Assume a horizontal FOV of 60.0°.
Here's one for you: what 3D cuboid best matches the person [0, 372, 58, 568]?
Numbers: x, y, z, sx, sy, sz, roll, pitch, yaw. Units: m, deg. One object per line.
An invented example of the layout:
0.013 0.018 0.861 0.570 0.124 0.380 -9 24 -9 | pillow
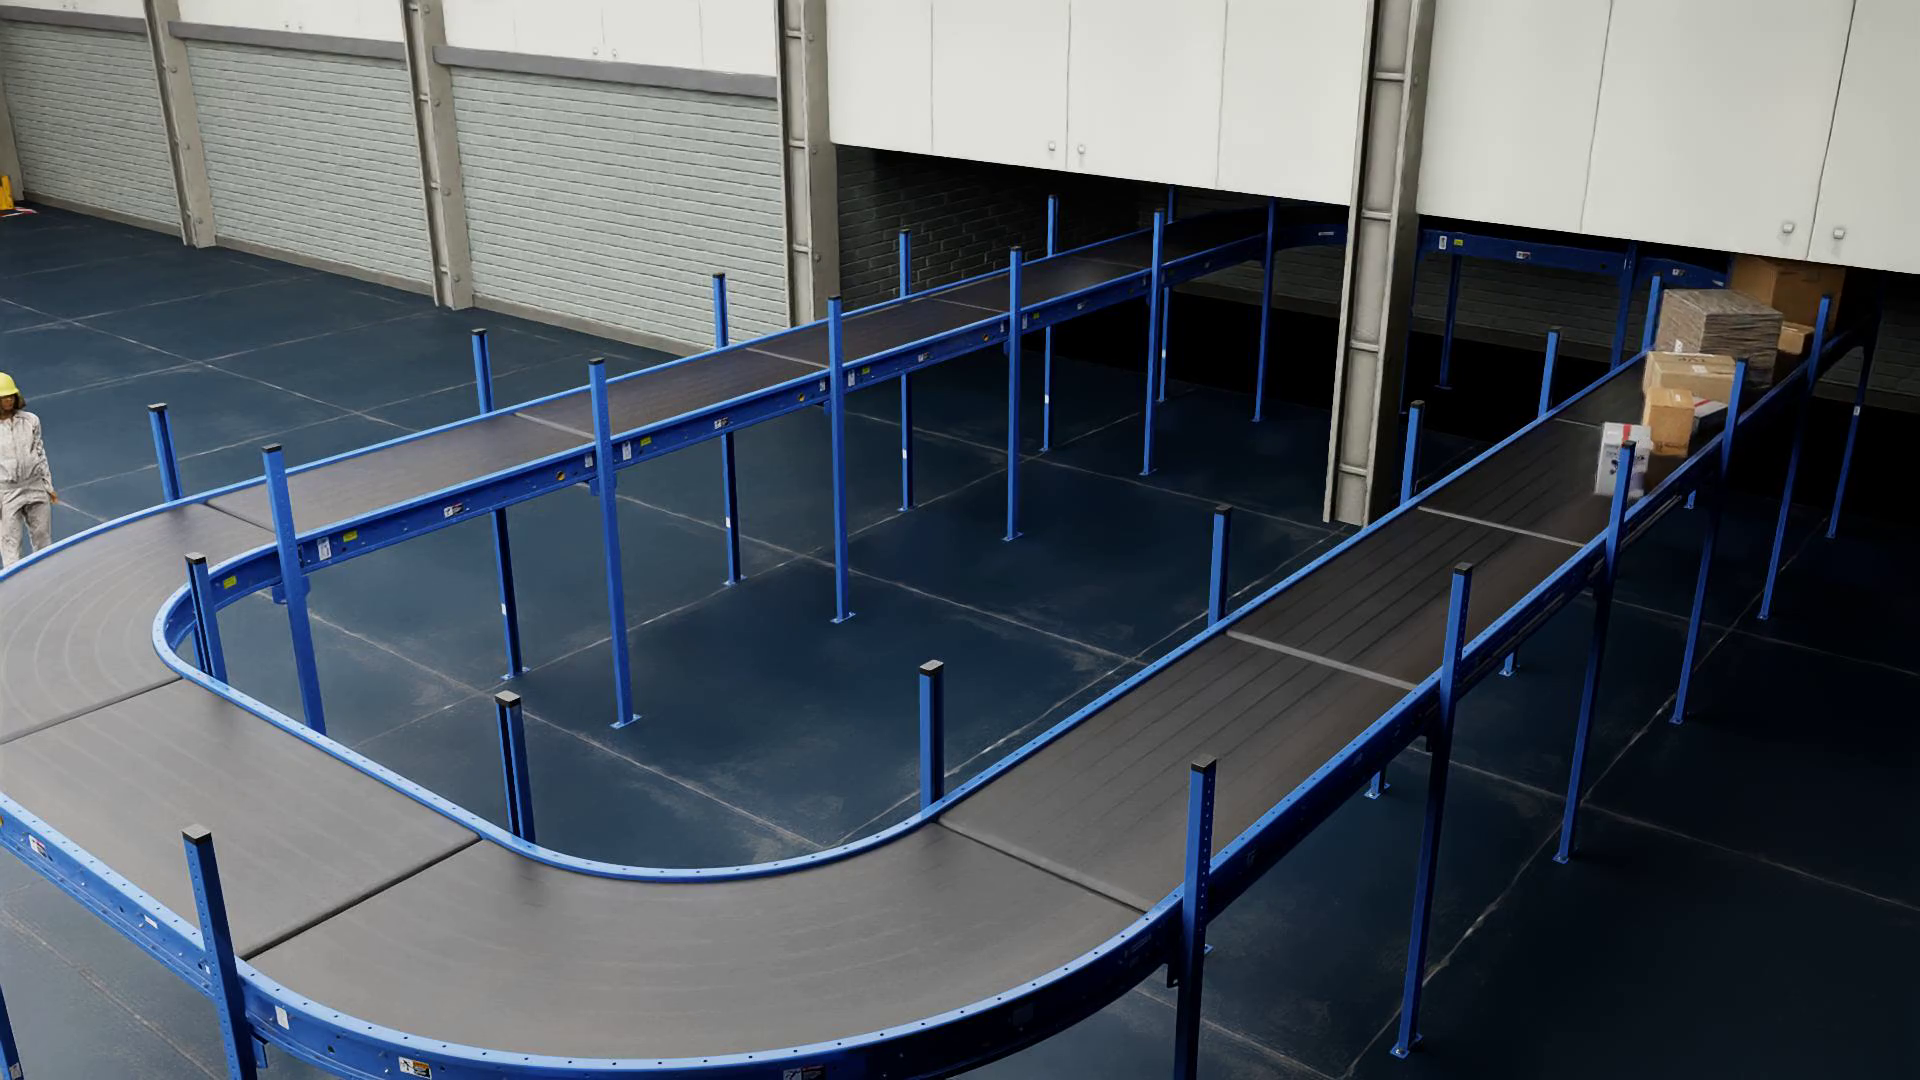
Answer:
-6.564 -0.325 11.632 0.289 1.746 0.487 12 24 27 | person
